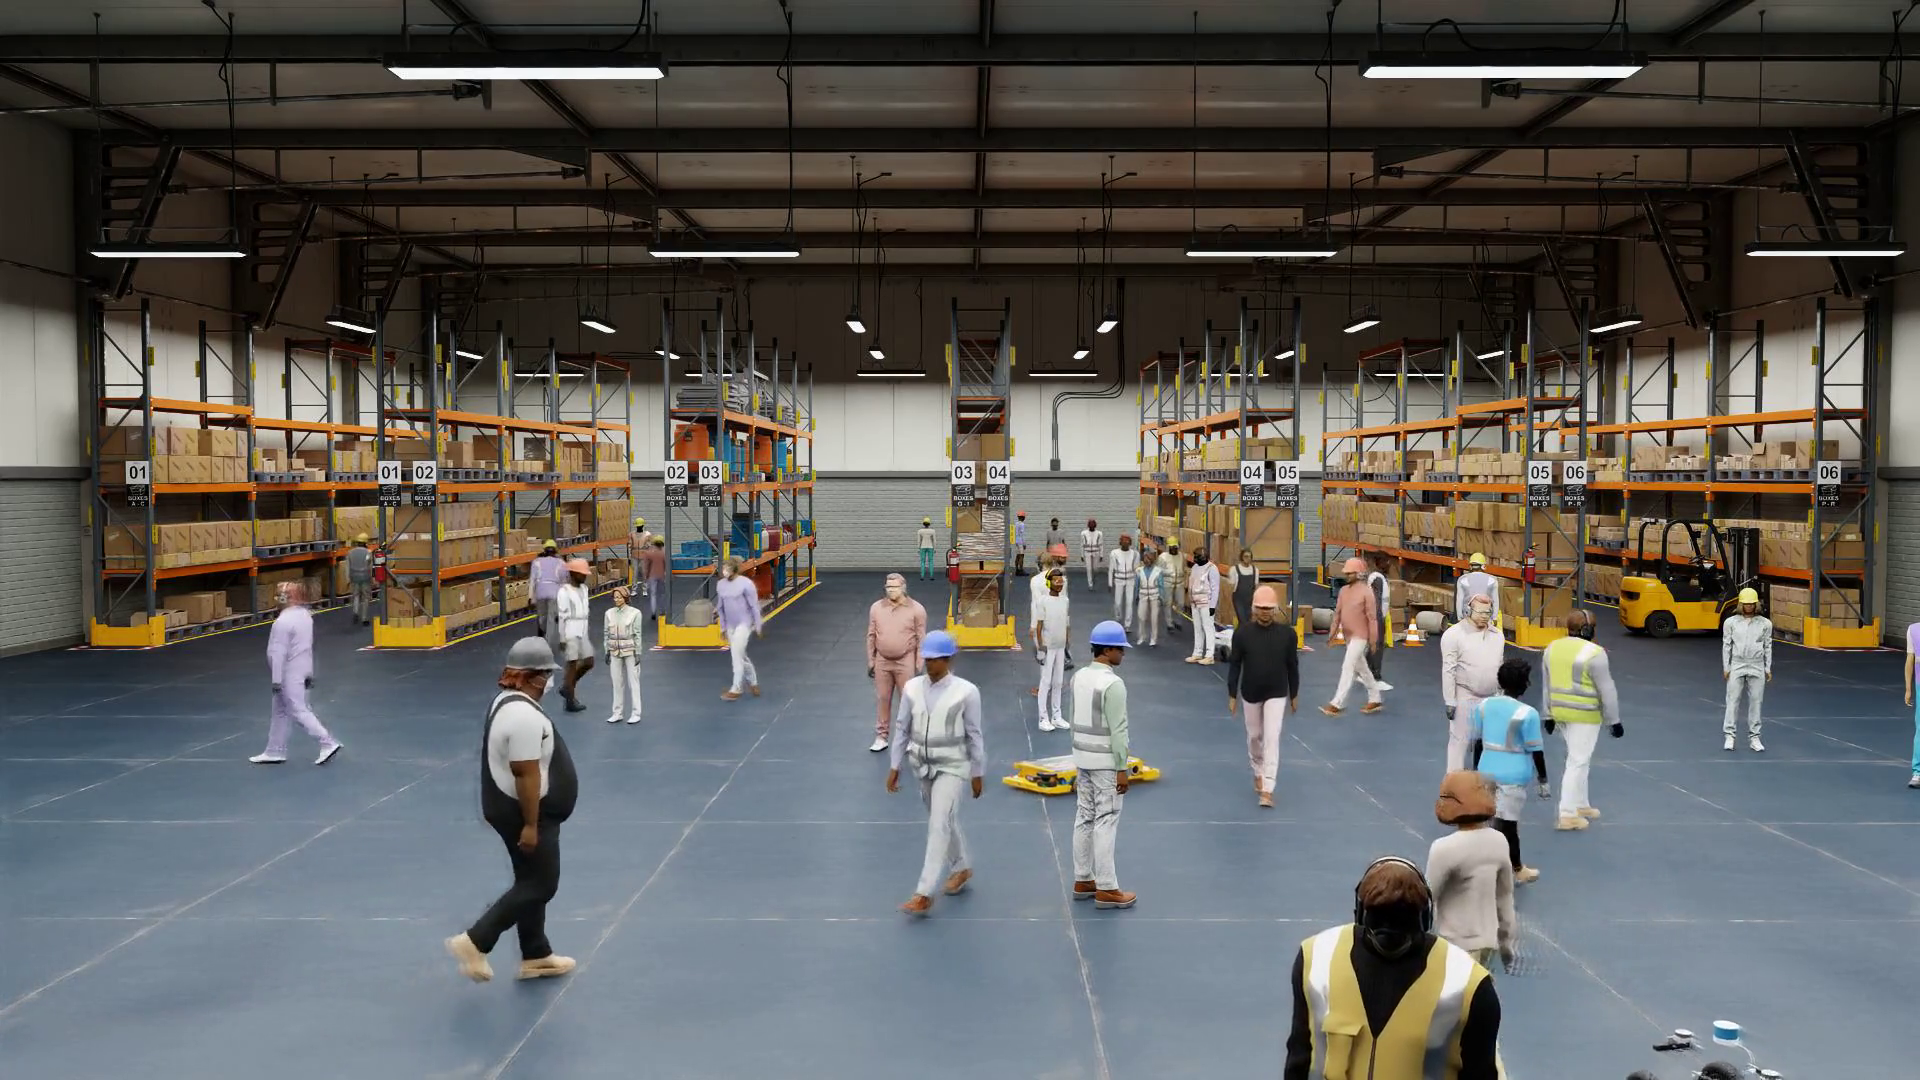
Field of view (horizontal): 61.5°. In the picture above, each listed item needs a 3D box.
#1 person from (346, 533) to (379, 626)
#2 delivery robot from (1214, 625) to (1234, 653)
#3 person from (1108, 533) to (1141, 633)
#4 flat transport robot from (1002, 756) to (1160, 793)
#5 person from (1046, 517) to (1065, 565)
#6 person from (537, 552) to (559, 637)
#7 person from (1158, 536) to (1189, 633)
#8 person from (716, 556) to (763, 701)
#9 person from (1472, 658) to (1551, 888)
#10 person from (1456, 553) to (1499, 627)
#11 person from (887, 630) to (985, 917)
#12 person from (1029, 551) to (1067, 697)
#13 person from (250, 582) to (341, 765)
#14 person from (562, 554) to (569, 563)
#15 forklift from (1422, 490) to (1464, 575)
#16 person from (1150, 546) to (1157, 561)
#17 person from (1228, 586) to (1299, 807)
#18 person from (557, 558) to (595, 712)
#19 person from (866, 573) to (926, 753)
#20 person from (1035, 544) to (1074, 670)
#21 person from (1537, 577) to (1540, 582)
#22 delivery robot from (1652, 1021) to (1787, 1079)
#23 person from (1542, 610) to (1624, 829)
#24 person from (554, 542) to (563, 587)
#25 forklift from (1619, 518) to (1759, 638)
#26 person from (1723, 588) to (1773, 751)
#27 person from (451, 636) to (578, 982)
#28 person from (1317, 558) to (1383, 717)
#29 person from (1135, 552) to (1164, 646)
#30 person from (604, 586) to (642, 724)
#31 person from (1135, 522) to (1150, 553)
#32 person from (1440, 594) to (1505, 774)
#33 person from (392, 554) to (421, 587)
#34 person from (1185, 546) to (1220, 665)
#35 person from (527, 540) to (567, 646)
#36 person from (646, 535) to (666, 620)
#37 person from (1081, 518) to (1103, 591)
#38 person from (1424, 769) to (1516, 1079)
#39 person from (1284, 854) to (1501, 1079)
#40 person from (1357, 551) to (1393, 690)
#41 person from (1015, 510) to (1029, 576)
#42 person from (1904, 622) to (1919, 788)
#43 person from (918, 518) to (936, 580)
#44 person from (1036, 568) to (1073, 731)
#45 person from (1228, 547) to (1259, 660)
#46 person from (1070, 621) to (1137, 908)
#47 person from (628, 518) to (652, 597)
[{"bbox_3d":[-11.694,0.773,31.625,0.625,1.818,0.427,0,2,-3],"label":"person"},{"bbox_3d":[4.315,1.605,25.765,0.477,0.478,0.707,-1,2,-17],"label":"delivery robot"},{"bbox_3d":[3.090,0.801,30.318,0.614,1.867,0.453,0,2,1],"label":"person"},{"bbox_3d":[1.161,2.203,15.402,1.431,0.197,0.652,-2,3,-37],"label":"flat transport robot"},{"bbox_3d":[2.541,0.314,42.922,0.522,1.850,0.724,0,2,4],"label":"person"},{"bbox_3d":[-6.868,1.025,27.278,0.855,1.664,0.531,0,2,-7],"label":"person"},{"bbox_3d":[3.991,0.839,30.084,0.616,1.809,0.618,0,2,-6],"label":"person"},{"bbox_3d":[-2.860,1.147,21.364,0.640,1.908,0.847,2,3,37],"label":"person"},{"bbox_3d":[3.901,1.655,11.256,0.788,1.659,0.557,-1,3,-26],"label":"person"},{"bbox_3d":[7.490,1.099,23.376,0.591,1.828,0.404,1,2,15],"label":"person"},{"bbox_3d":[-0.157,1.559,11.093,0.619,1.897,1.023,1,3,32],"label":"person"},{"bbox_3d":[1.164,1.116,21.565,0.635,1.936,0.354,-2,3,-44],"label":"person"},{"bbox_3d":[-6.765,1.354,16.446,0.927,1.875,0.652,0,2,-2],"label":"person"},{"bbox_3d":[-10.802,0.220,43.519,0.611,1.986,0.392,1,2,14],"label":"person"},{"bbox_3d":[13.926,-0.371,47.846,1.873,2.768,1.129,0,2,0],"label":"forklift"},{"bbox_3d":[5.751,0.041,47.955,1.014,1.978,0.758,0,2,12],"label":"person"},{"bbox_3d":[2.765,1.383,14.735,0.629,1.957,1.003,1,2,14],"label":"person"},{"bbox_3d":[-4.801,1.180,20.197,0.423,1.917,0.571,1,2,24],"label":"person"},{"bbox_3d":[-0.692,1.305,17.197,0.651,1.906,0.403,1,2,14],"label":"person"},{"bbox_3d":[1.445,1.008,24.526,0.555,1.918,0.561,1,2,24],"label":"person"},{"bbox_3d":[11.709,0.675,33.550,0.567,1.879,1.010,0,2,-6],"label":"person"},{"bbox_3d":[3.337,2.221,7.038,0.335,0.223,0.698,-1,2,-16],"label":"delivery robot"},{"bbox_3d":[5.265,1.496,13.558,0.733,1.819,0.640,-1,2,-20],"label":"person"},{"bbox_3d":[-8.423,0.816,33.270,0.500,1.606,0.729,0,2,-4],"label":"person"},{"bbox_3d":[13.417,0.684,29.791,2.313,2.155,1.214,0,2,0],"label":"forklift"},{"bbox_3d":[8.446,1.381,17.313,0.489,1.743,0.323,1,2,15],"label":"person"},{"bbox_3d":[-2.556,1.572,9.341,0.675,2.000,0.691,-1,3,-25],"label":"person"},{"bbox_3d":[4.835,1.187,19.872,1.043,1.942,0.615,-1,2,-19],"label":"person"},{"bbox_3d":[3.245,1.026,27.769,0.532,1.614,0.642,1,2,18],"label":"person"},{"bbox_3d":[-3.994,1.363,19.195,0.506,1.629,0.318,1,2,19],"label":"person"},{"bbox_3d":[5.329,0.250,47.146,0.507,1.631,0.266,-1,2,-20],"label":"person"},{"bbox_3d":[4.582,1.423,14.312,0.639,1.902,0.407,-1,2,-18],"label":"person"},{"bbox_3d":[-10.496,0.796,30.628,0.508,1.858,0.420,0,2,4],"label":"person"},{"bbox_3d":[3.791,1.019,25.250,0.430,1.841,0.624,-1,3,-27],"label":"person"},{"bbox_3d":[-6.919,0.936,27.115,0.651,1.851,0.963,0,2,-8],"label":"person"},{"bbox_3d":[-6.182,0.761,33.057,0.523,1.729,0.871,0,2,-6],"label":"person"},{"bbox_3d":[3.373,0.368,41.363,0.574,1.869,0.539,0,2,3],"label":"person"},{"bbox_3d":[2.272,1.844,7.354,0.504,1.600,0.751,-2,3,-37],"label":"person"},{"bbox_3d":[1.264,1.838,4.778,0.626,1.832,0.428,1,3,27],"label":"person"},{"bbox_3d":[5.760,1.108,22.407,0.457,1.901,0.641,0,2,12],"label":"person"},{"bbox_3d":[1.801,0.086,47.460,0.354,1.942,0.545,-1,2,-24],"label":"person"},{"bbox_3d":[9.215,1.413,15.194,0.566,1.849,0.389,1,3,33],"label":"person"},{"bbox_3d":[-0.932,0.252,45.450,0.524,1.769,0.308,0,2,0],"label":"person"},{"bbox_3d":[1.106,1.265,18.743,0.542,1.872,0.338,-2,3,-42],"label":"person"},{"bbox_3d":[4.537,1.003,26.060,0.527,1.820,0.790,-1,2,-15],"label":"person"},{"bbox_3d":[0.984,1.526,11.138,0.398,1.943,0.616,-1,3,-26],"label":"person"},{"bbox_3d":[-7.816,0.413,39.410,0.584,1.927,0.369,0,2,-1],"label":"person"}]
